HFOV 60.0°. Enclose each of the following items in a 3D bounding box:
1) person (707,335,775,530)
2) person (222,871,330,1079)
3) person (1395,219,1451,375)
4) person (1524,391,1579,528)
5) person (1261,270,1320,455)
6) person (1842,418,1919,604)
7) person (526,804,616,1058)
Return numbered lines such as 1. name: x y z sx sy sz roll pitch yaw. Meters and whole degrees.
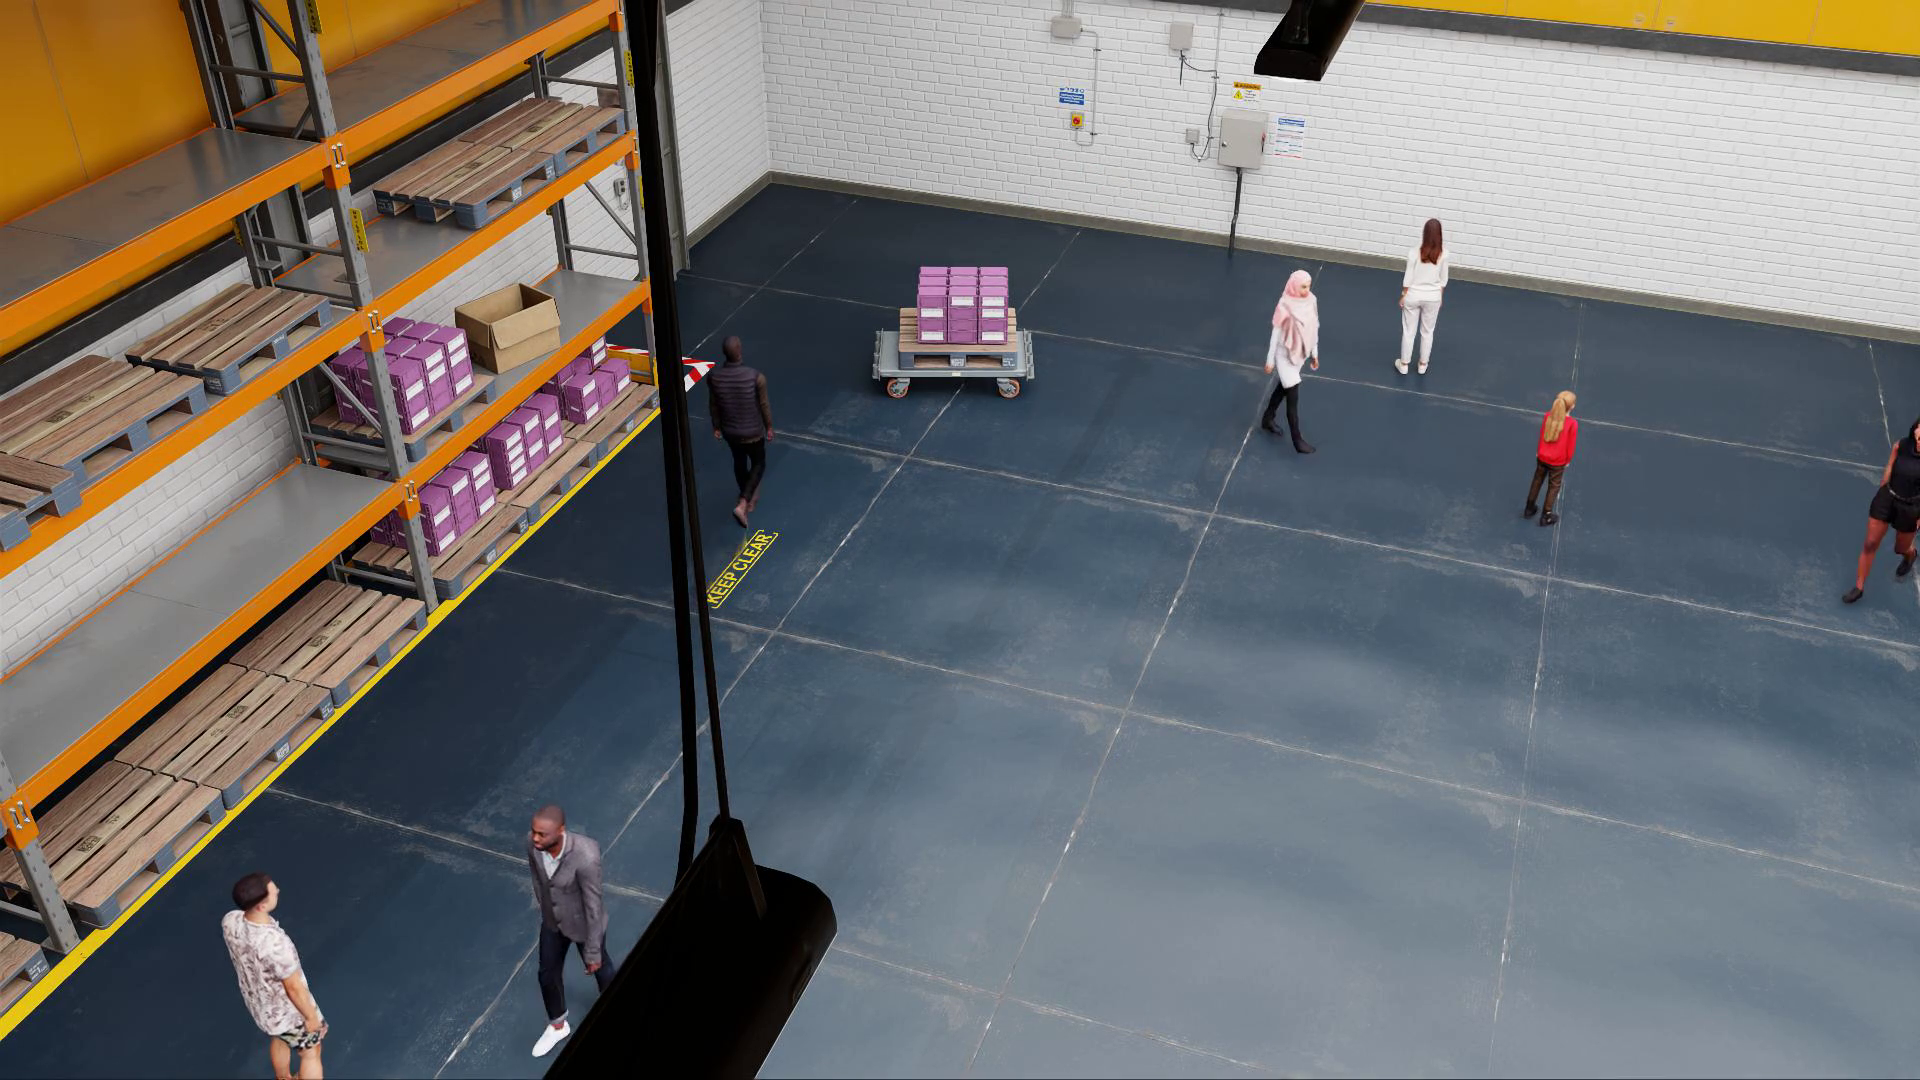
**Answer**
1. person: -1.927 -0.931 14.621 0.793 1.820 1.040 6 34 9
2. person: -3.841 2.579 9.352 0.726 1.807 0.645 19 38 26
3. person: 4.761 -2.500 17.099 0.655 1.689 0.629 2 34 3
4. person: 5.281 -0.738 14.820 0.601 1.278 0.570 -25 41 -33
5. person: 3.104 -1.759 15.907 1.088 1.774 1.051 -23 40 -30
6. person: 7.791 -0.274 13.725 1.132 1.716 0.954 -23 40 -30
7. person: -2.240 2.215 9.908 0.727 1.797 0.845 12 35 17
